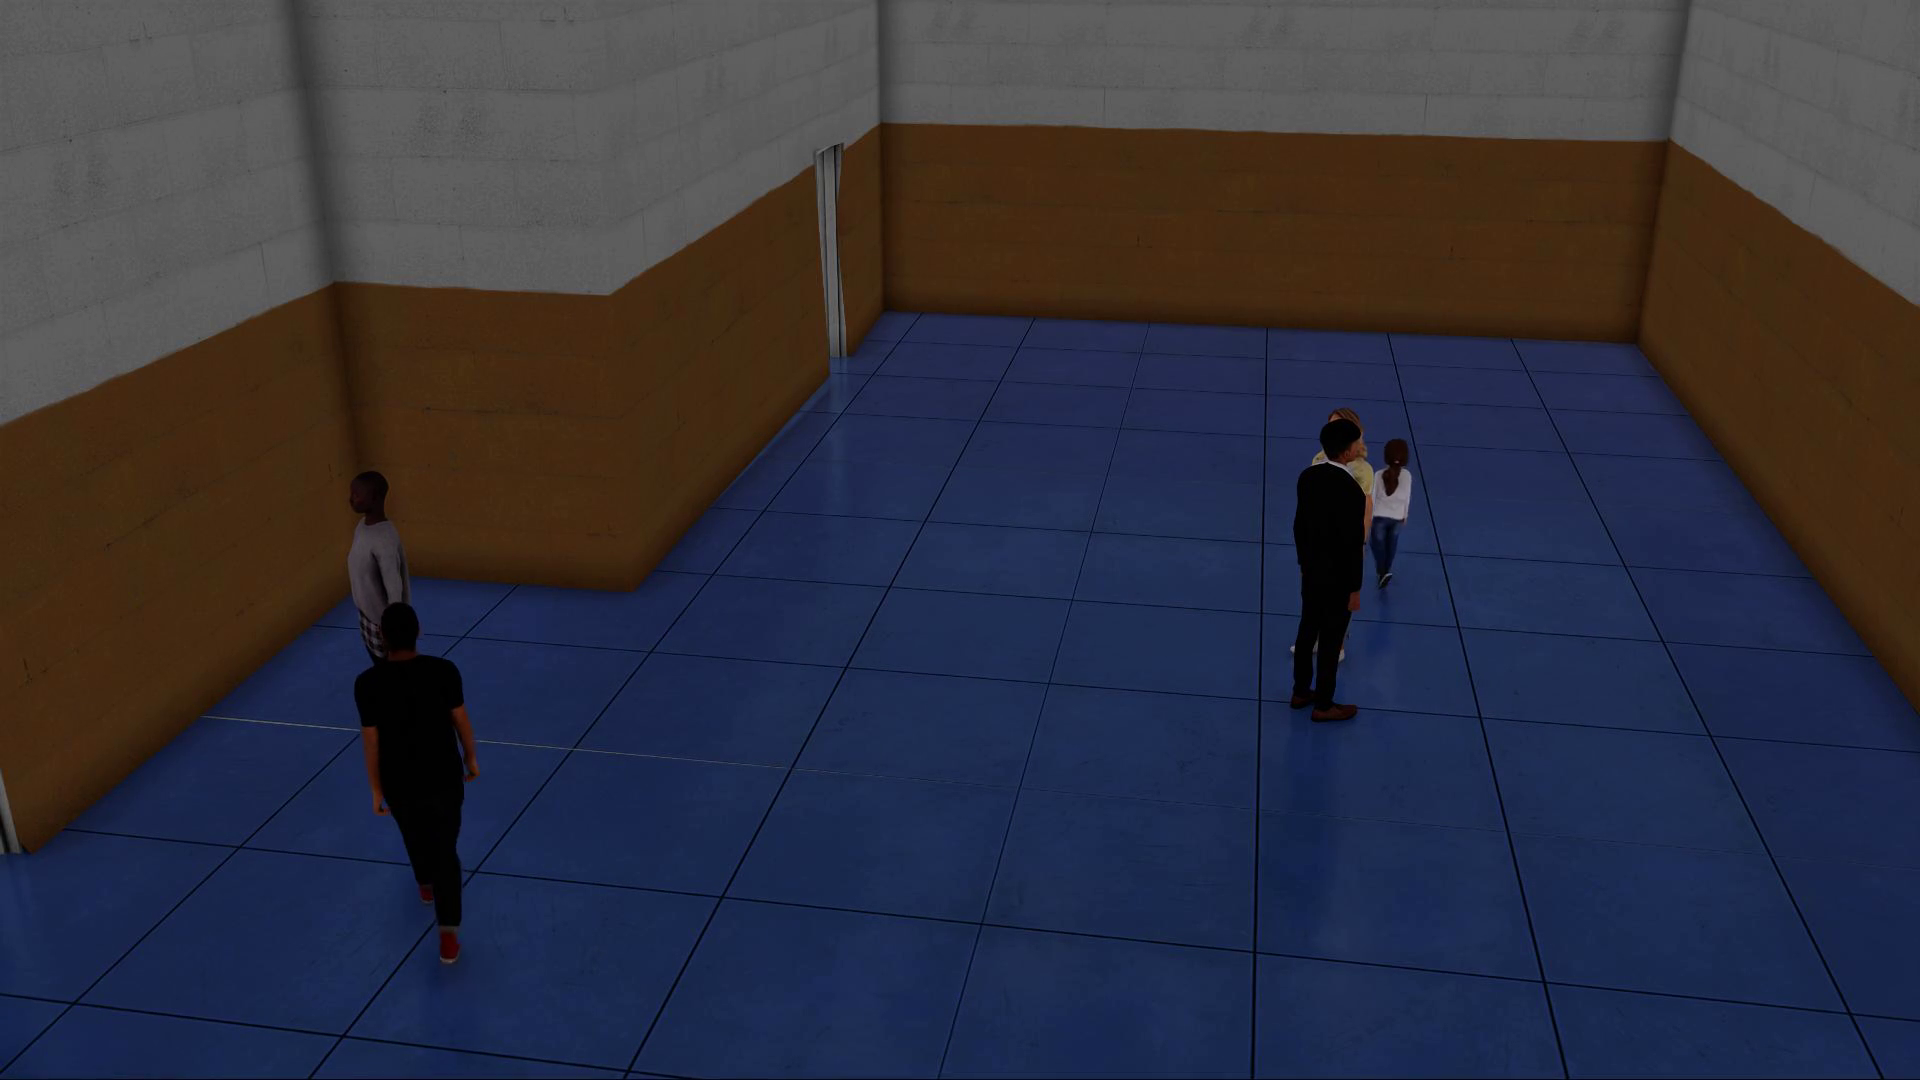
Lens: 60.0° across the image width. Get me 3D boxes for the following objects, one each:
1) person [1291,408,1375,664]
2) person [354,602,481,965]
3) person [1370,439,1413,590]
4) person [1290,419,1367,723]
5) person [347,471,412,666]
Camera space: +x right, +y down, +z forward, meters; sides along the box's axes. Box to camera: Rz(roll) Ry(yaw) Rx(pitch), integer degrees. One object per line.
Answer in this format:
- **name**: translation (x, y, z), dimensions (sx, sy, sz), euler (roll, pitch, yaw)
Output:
- **person**: translation (2.400, -0.021, 10.626), dimensions (0.765, 1.722, 0.687), euler (-17, 27, -36)
- **person**: translation (-2.495, 1.155, 7.731), dimensions (1.203, 1.715, 1.081), euler (-7, 23, -17)
- **person**: translation (3.069, -0.174, 11.860), dimensions (0.673, 1.102, 0.591), euler (0, 22, -1)
- **person**: translation (2.192, 0.177, 9.936), dimensions (0.789, 1.884, 0.767), euler (-11, 24, -26)
- **person**: translation (-3.241, 0.449, 9.410), dimensions (0.756, 1.772, 0.686), euler (-16, 27, -35)
